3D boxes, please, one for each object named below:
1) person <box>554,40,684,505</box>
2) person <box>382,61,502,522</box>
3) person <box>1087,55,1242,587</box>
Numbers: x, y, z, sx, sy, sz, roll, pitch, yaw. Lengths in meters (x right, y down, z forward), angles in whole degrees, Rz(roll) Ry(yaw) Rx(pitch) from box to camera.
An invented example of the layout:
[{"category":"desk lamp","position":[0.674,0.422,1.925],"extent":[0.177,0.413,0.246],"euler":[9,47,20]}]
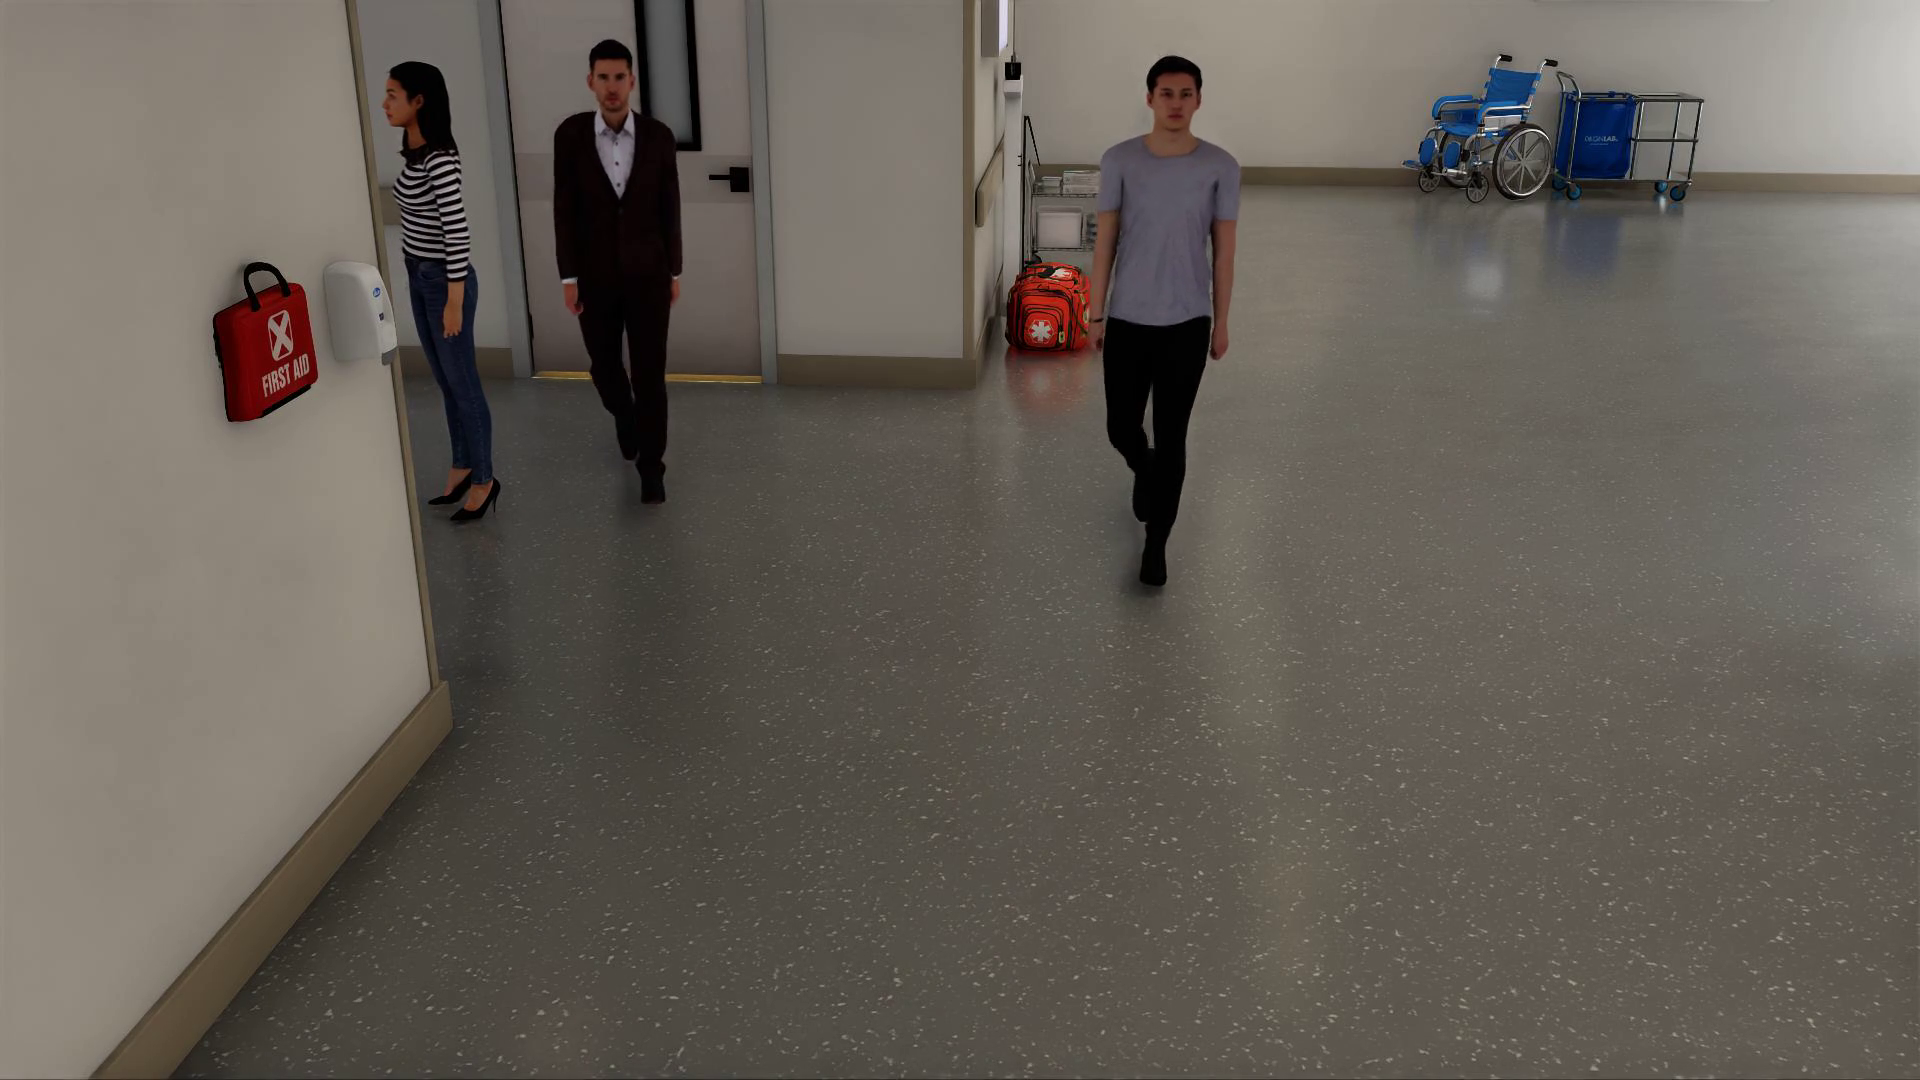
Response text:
[{"category":"person","position":[-1.409,-1.113,6.915],"extent":[0.849,1.836,1.239],"euler":[-3,21,-7]},{"category":"person","position":[-2.027,-0.957,6.538],"extent":[0.713,1.796,0.622],"euler":[-13,24,-30]},{"category":"person","position":[0.730,-0.805,6.089],"extent":[0.754,1.847,1.050],"euler":[4,21,11]}]
